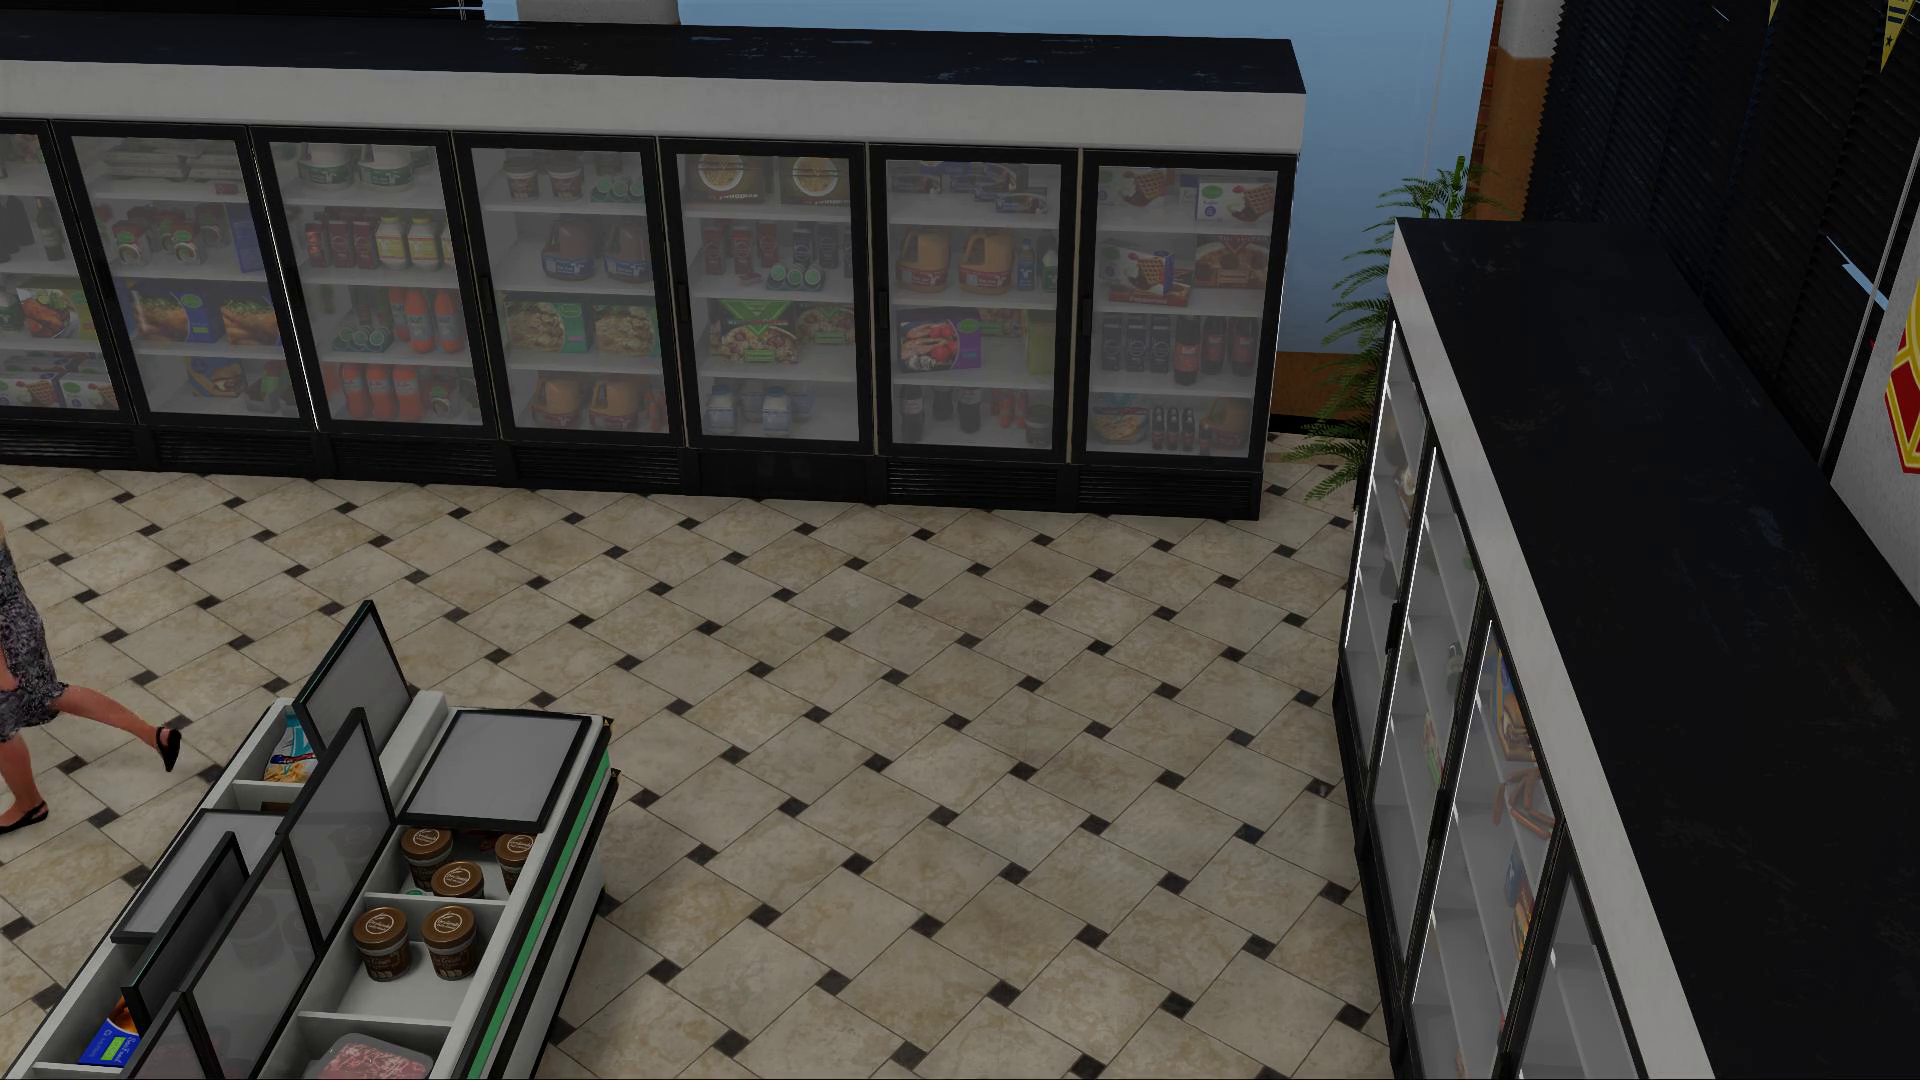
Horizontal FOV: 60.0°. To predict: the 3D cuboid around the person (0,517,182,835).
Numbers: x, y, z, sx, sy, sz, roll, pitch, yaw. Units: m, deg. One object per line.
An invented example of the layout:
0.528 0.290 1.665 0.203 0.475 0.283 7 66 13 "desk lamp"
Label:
-3.592 0.399 6.443 0.820 1.680 1.021 -6 32 -10 "person"
